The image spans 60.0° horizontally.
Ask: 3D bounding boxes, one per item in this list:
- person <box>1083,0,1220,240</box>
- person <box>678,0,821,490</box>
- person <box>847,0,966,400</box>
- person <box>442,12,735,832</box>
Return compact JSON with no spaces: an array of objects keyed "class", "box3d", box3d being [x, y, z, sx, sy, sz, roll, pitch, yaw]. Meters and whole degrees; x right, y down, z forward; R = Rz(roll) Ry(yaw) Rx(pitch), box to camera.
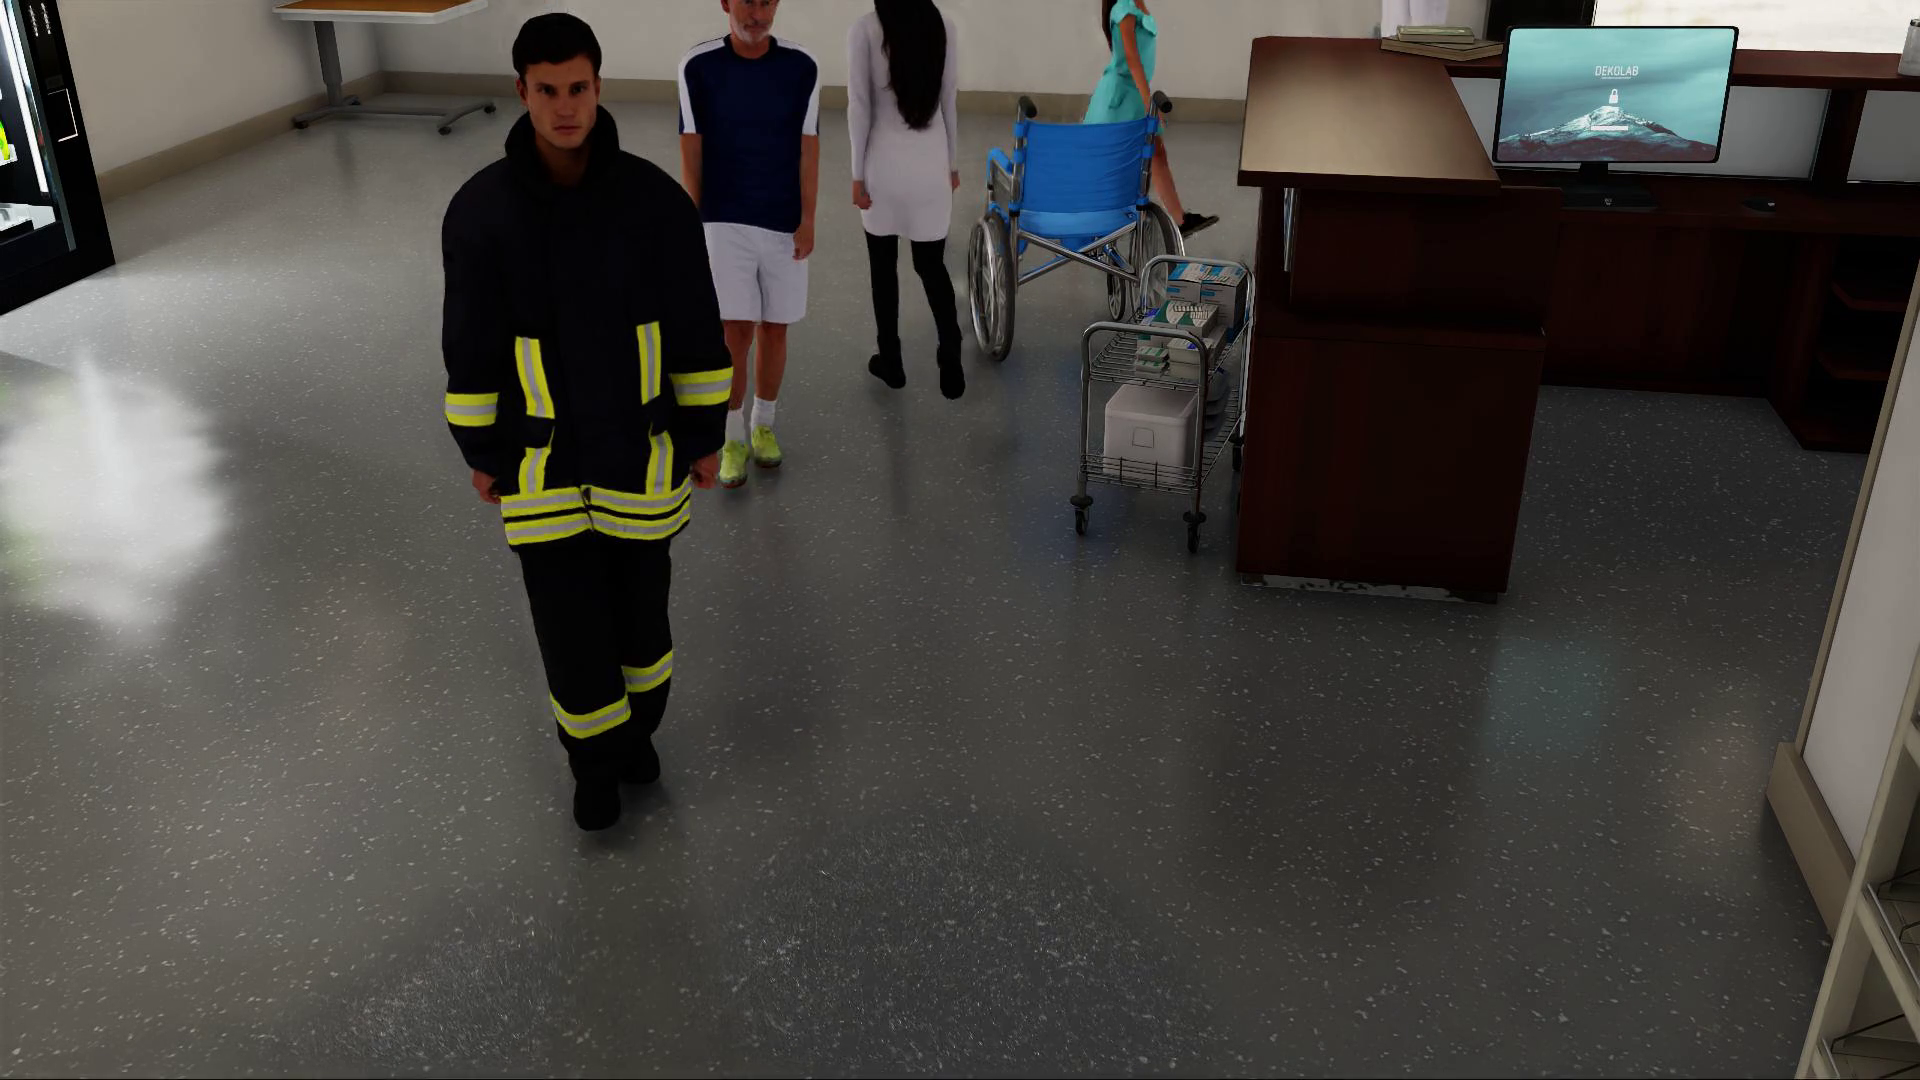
[{"class":"person","box3d":[0.749,-2.229,8.458,0.740,1.512,1.024,10,27,19]},{"class":"person","box3d":[-0.718,-1.122,5.815,0.767,1.814,0.826,-6,26,-13]},{"class":"person","box3d":[-0.175,-1.349,6.321,0.941,1.782,1.108,-11,28,-21]},{"class":"person","box3d":[-0.888,-0.284,3.961,0.960,1.915,0.976,-9,27,-18]}]
